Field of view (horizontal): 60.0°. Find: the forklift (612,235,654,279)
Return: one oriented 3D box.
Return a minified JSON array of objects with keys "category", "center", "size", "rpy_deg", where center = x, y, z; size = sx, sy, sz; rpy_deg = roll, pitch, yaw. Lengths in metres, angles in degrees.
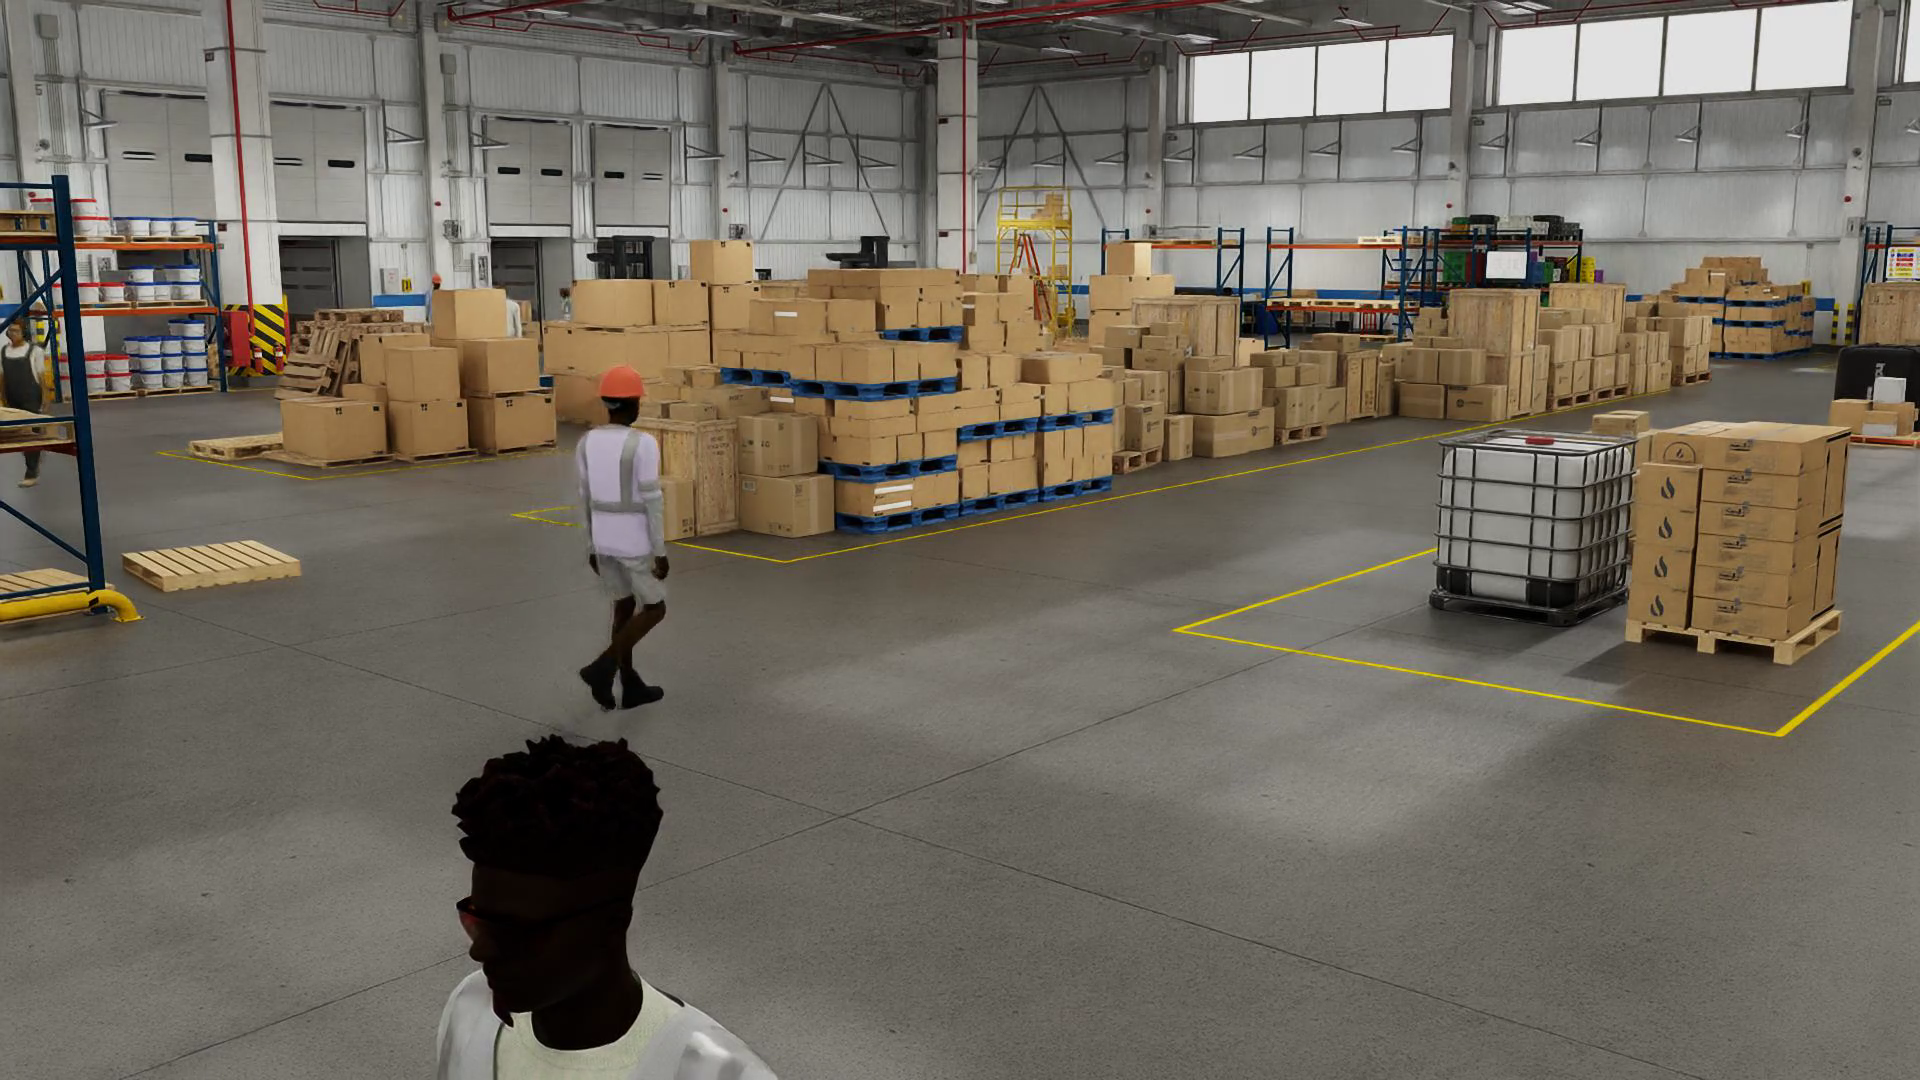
[{"category":"forklift","center":[-7.300,-5.450,37.421],"size":[1.873,2.768,1.129],"rpy_deg":[8,13,40]}]

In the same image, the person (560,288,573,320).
[{"category":"person","center":[-9.352,-5.164,39.410],"size":[0.778,1.606,0.534],"rpy_deg":[-3,10,-17]}]

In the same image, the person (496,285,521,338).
[{"category":"person","center":[-8.324,-3.705,30.329],"size":[0.631,1.897,0.988],"rpy_deg":[-4,11,-22]}]

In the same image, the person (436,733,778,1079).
[{"category":"person","center":[-0.471,1.201,2.155],"size":[0.603,1.966,0.368],"rpy_deg":[6,12,32]}]

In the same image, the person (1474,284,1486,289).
[{"category":"person","center":[9.811,-3.830,31.046],"size":[0.448,1.881,0.704],"rpy_deg":[-1,10,-4]}]

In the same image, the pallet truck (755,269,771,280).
[{"category":"pallet truck","center":[-4.996,-6.432,45.525],"size":[1.885,1.965,0.823],"rpy_deg":[-6,12,-32]}]

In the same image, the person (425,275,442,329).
[{"category":"person","center":[-12.576,-5.432,40.142],"size":[0.564,1.880,1.001],"rpy_deg":[-5,11,-28]}]

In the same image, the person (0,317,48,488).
[{"category":"person","center":[-10.034,-1.490,17.873],"size":[0.514,1.830,0.555],"rpy_deg":[-1,10,-4]}]

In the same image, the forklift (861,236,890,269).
[{"category":"forklift","center":[-1.968,-5.724,38.983],"size":[1.873,2.768,1.129],"rpy_deg":[-5,11,-28]}]

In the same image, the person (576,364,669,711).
[{"category":"person","center":[-1.856,0.013,9.041],"size":[0.569,1.924,0.593],"rpy_deg":[7,12,33]}]
